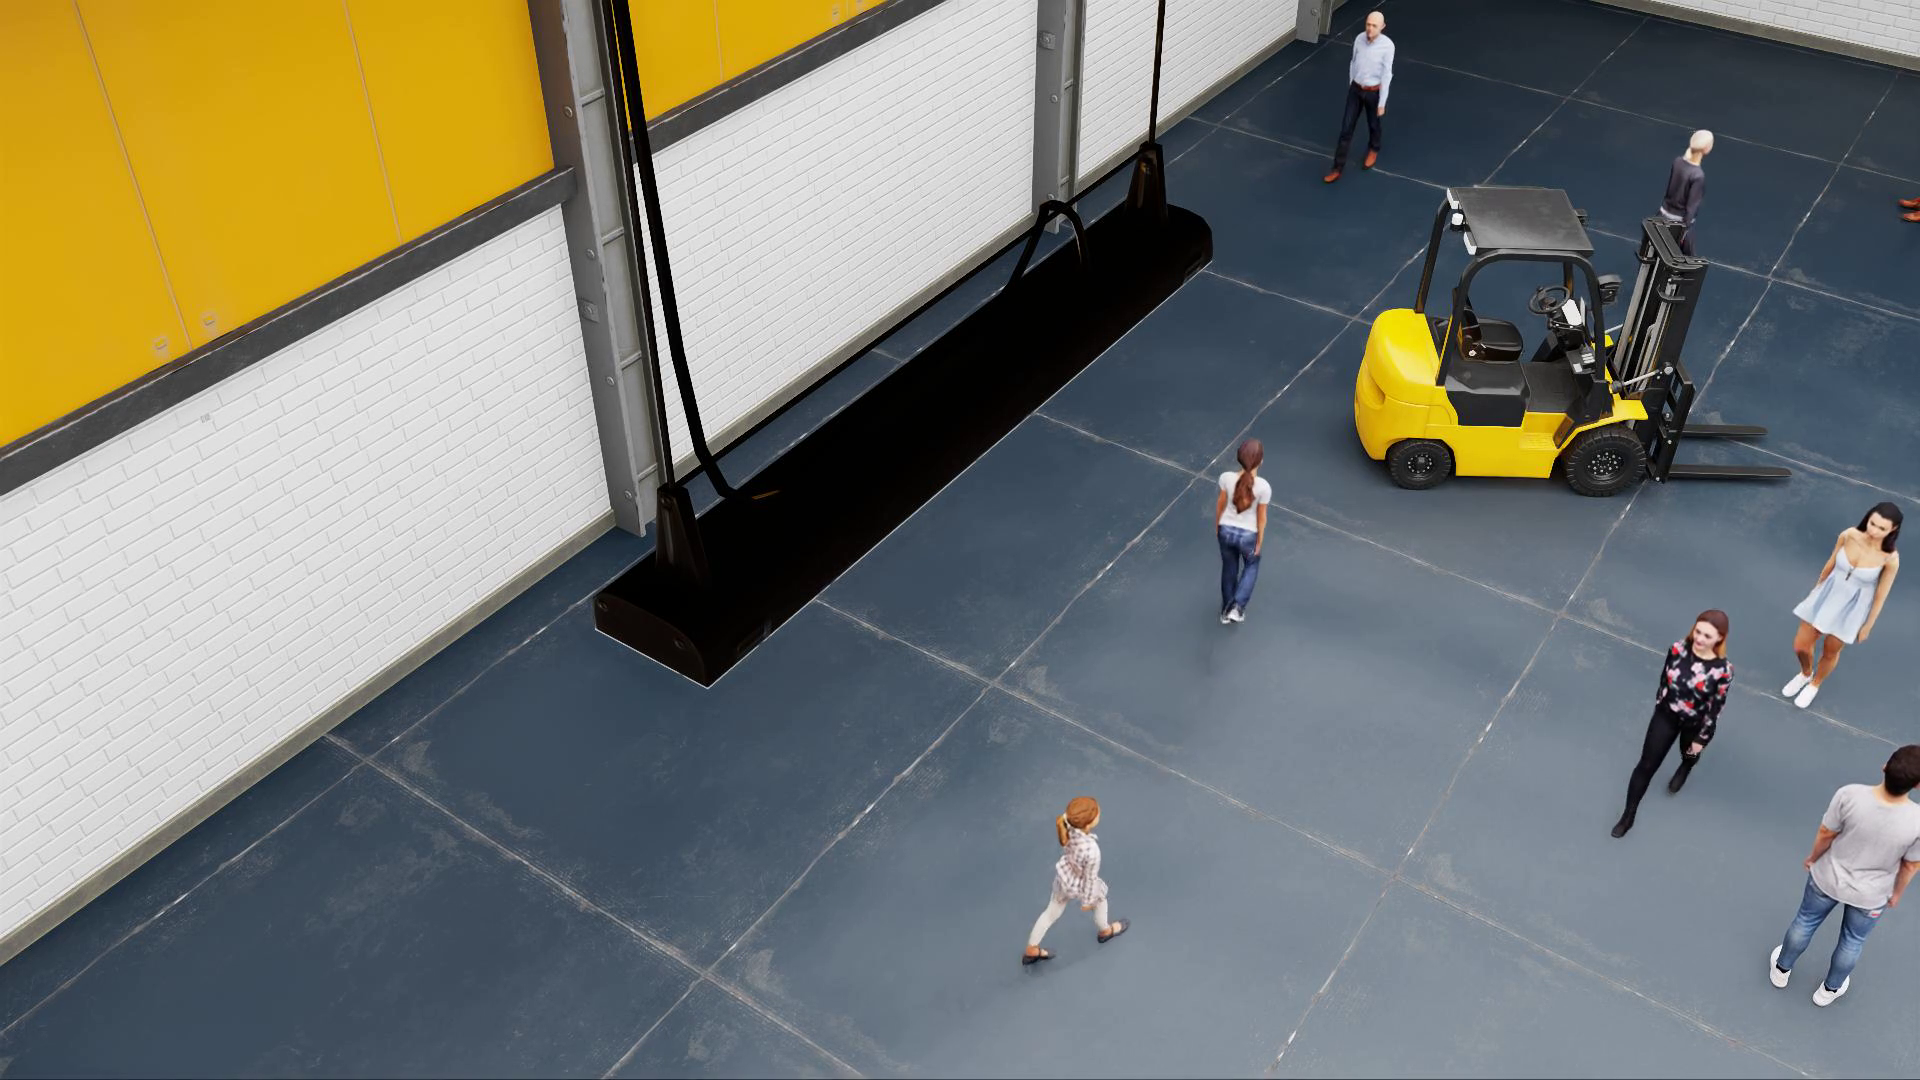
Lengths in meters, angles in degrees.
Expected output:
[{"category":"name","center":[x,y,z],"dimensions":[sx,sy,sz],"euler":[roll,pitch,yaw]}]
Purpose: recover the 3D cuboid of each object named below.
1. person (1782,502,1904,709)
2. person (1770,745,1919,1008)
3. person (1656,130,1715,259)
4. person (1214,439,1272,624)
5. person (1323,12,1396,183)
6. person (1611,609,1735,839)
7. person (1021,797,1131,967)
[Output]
[{"category":"person","center":[5.884,0.404,11.010],"dimensions":[0.661,1.717,0.676],"euler":[-28,47,-31]},{"category":"person","center":[4.889,1.829,9.088],"dimensions":[0.662,1.890,0.542],"euler":[24,45,27]},{"category":"person","center":[6.464,-2.921,15.176],"dimensions":[0.813,1.713,0.761],"euler":[-14,41,-17]},{"category":"person","center":[1.946,-0.017,11.669],"dimensions":[0.611,1.553,0.690],"euler":[14,41,17]},{"category":"person","center":[4.267,-4.634,17.298],"dimensions":[0.643,1.742,1.202],"euler":[23,44,27]},{"category":"person","center":[4.503,1.069,10.241],"dimensions":[0.644,1.638,1.131],"euler":[29,47,31]},{"category":"person","center":[0.601,1.954,9.421],"dimensions":[1.015,1.278,0.802],"euler":[-19,42,-22]}]
